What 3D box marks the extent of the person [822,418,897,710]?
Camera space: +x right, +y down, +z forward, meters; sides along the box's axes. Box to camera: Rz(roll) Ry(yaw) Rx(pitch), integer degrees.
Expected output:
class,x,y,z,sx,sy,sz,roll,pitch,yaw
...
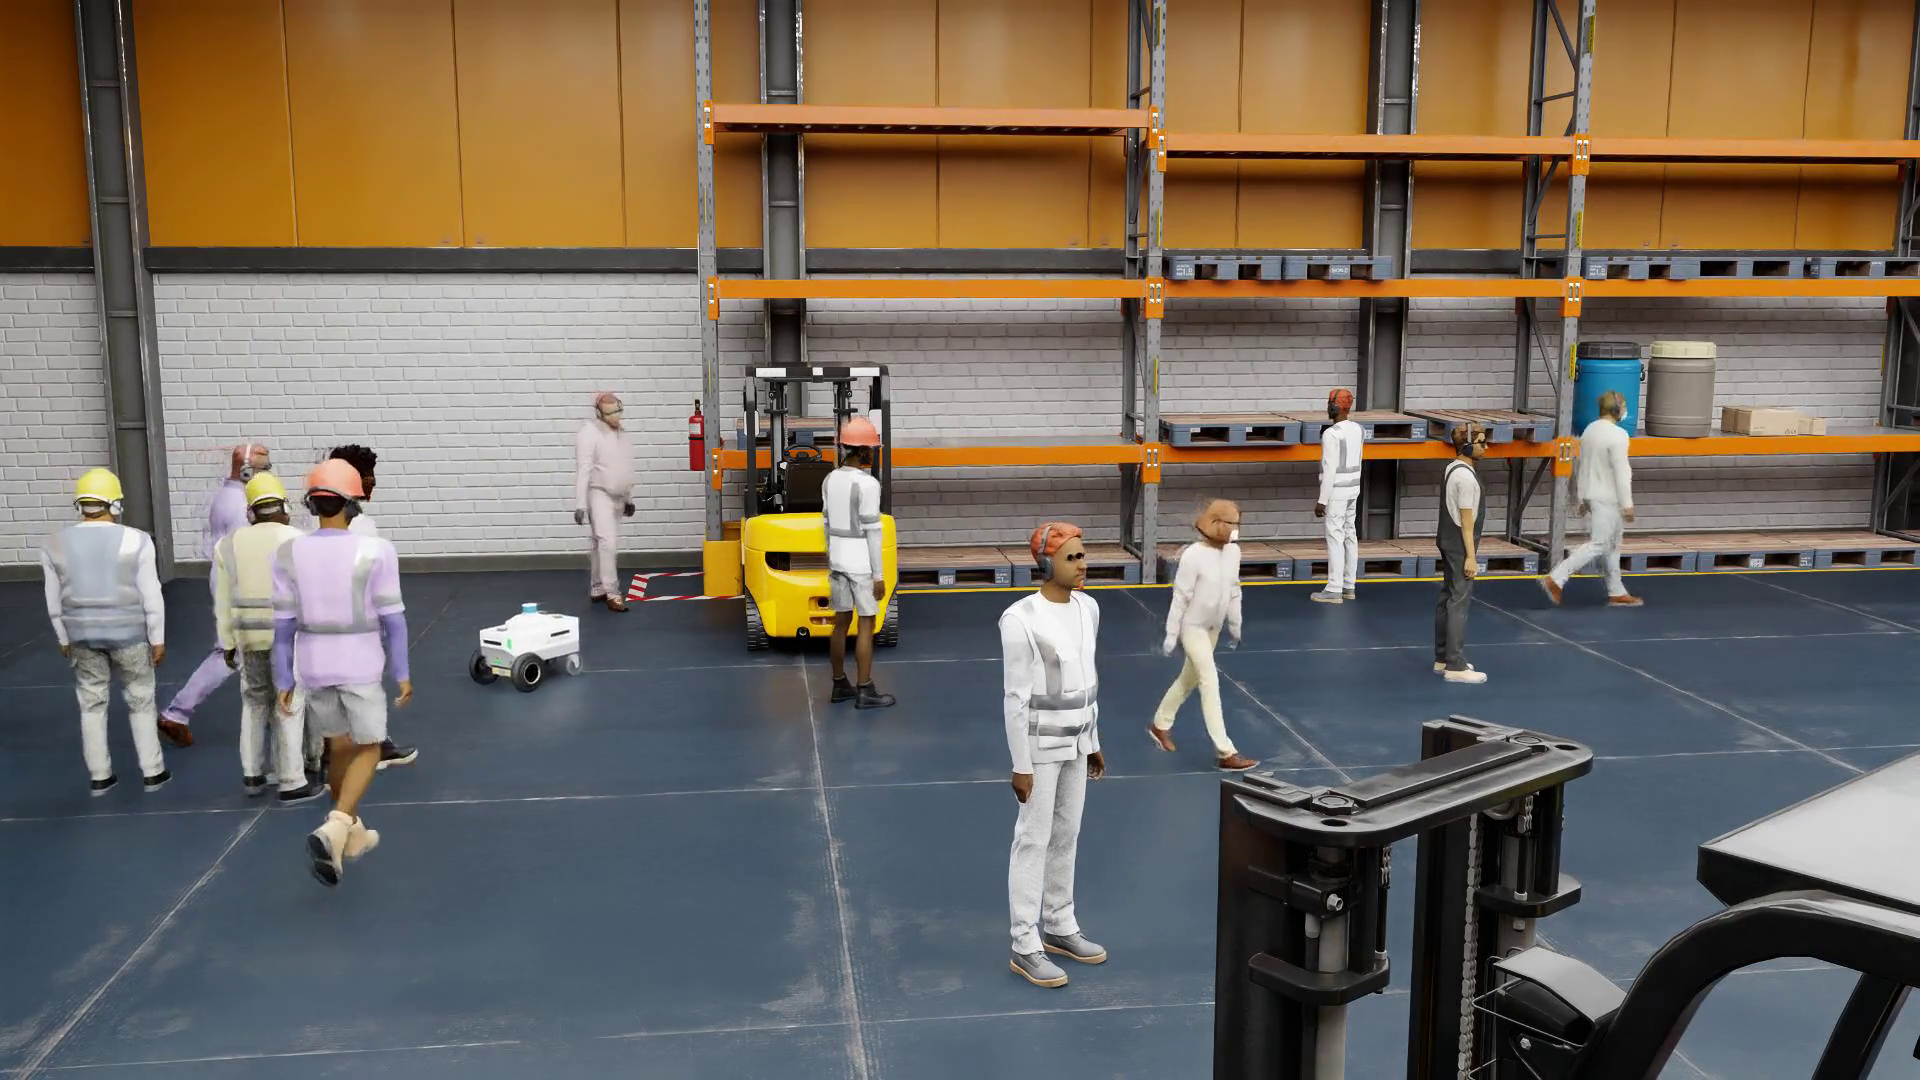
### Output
class,x,y,z,sx,sy,sz,roll,pitch,yaw
person,-0.677,0.161,11.089,0.389,1.932,0.572,-8,12,-41

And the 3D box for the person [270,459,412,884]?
class,x,y,z,sx,sy,sz,roll,pitch,yaw
person,-2.967,0.630,7.906,0.624,2.015,0.816,0,9,1

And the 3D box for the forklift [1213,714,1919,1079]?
class,x,y,z,sx,sy,sz,roll,pitch,yaw
forklift,1.441,1.425,2.350,1.214,2.155,2.313,-7,12,-39

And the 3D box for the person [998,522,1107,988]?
class,x,y,z,sx,sy,sz,roll,pitch,yaw
person,0.394,0.862,6.831,0.355,1.885,0.575,7,12,38

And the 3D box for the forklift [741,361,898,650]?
class,x,y,z,sx,sy,sz,roll,pitch,yaw
forklift,-1.154,-0.340,13.365,1.214,2.155,2.313,-1,9,-7

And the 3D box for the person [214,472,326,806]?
class,x,y,z,sx,sy,sz,roll,pitch,yaw
person,-3.739,0.534,9.115,0.621,1.808,0.456,0,9,1

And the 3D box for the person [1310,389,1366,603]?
class,x,y,z,sx,sy,sz,roll,pitch,yaw
person,3.324,-0.386,14.622,0.355,1.883,0.574,8,12,42

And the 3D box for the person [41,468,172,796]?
class,x,y,z,sx,sy,sz,roll,pitch,yaw
person,-4.698,0.513,9.181,0.601,1.830,0.404,-2,9,-10

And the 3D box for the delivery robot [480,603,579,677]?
class,x,y,z,sx,sy,sz,roll,pitch,yaw
delivery robot,-3.030,0.690,11.744,0.477,0.478,0.707,6,11,32

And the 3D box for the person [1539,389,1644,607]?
class,x,y,z,sx,sy,sz,roll,pitch,yaw
person,5.472,-0.345,14.310,0.908,1.914,0.630,0,9,-1

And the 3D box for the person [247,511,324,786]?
class,x,y,z,sx,sy,sz,roll,pitch,yaw
person,-3.834,0.573,9.402,0.314,1.637,0.514,4,10,22

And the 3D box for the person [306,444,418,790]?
class,x,y,z,sx,sy,sz,roll,pitch,yaw
person,-3.344,0.416,9.423,0.793,1.934,0.645,-8,12,-42

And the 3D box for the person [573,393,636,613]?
class,x,y,z,sx,sy,sz,roll,pitch,yaw
person,-3.025,-0.331,14.337,0.643,1.864,0.714,4,10,22

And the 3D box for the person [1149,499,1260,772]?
class,x,y,z,sx,sy,sz,roll,pitch,yaw
person,1.404,0.537,9.787,0.873,1.588,0.541,9,13,43

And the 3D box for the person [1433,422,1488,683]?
class,x,y,z,sx,sy,sz,roll,pitch,yaw
person,3.565,0.083,11.811,0.346,1.846,0.505,0,9,1

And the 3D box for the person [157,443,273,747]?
class,x,y,z,sx,sy,sz,roll,pitch,yaw
person,-4.512,0.328,10.269,0.934,1.861,0.690,-5,10,-27
